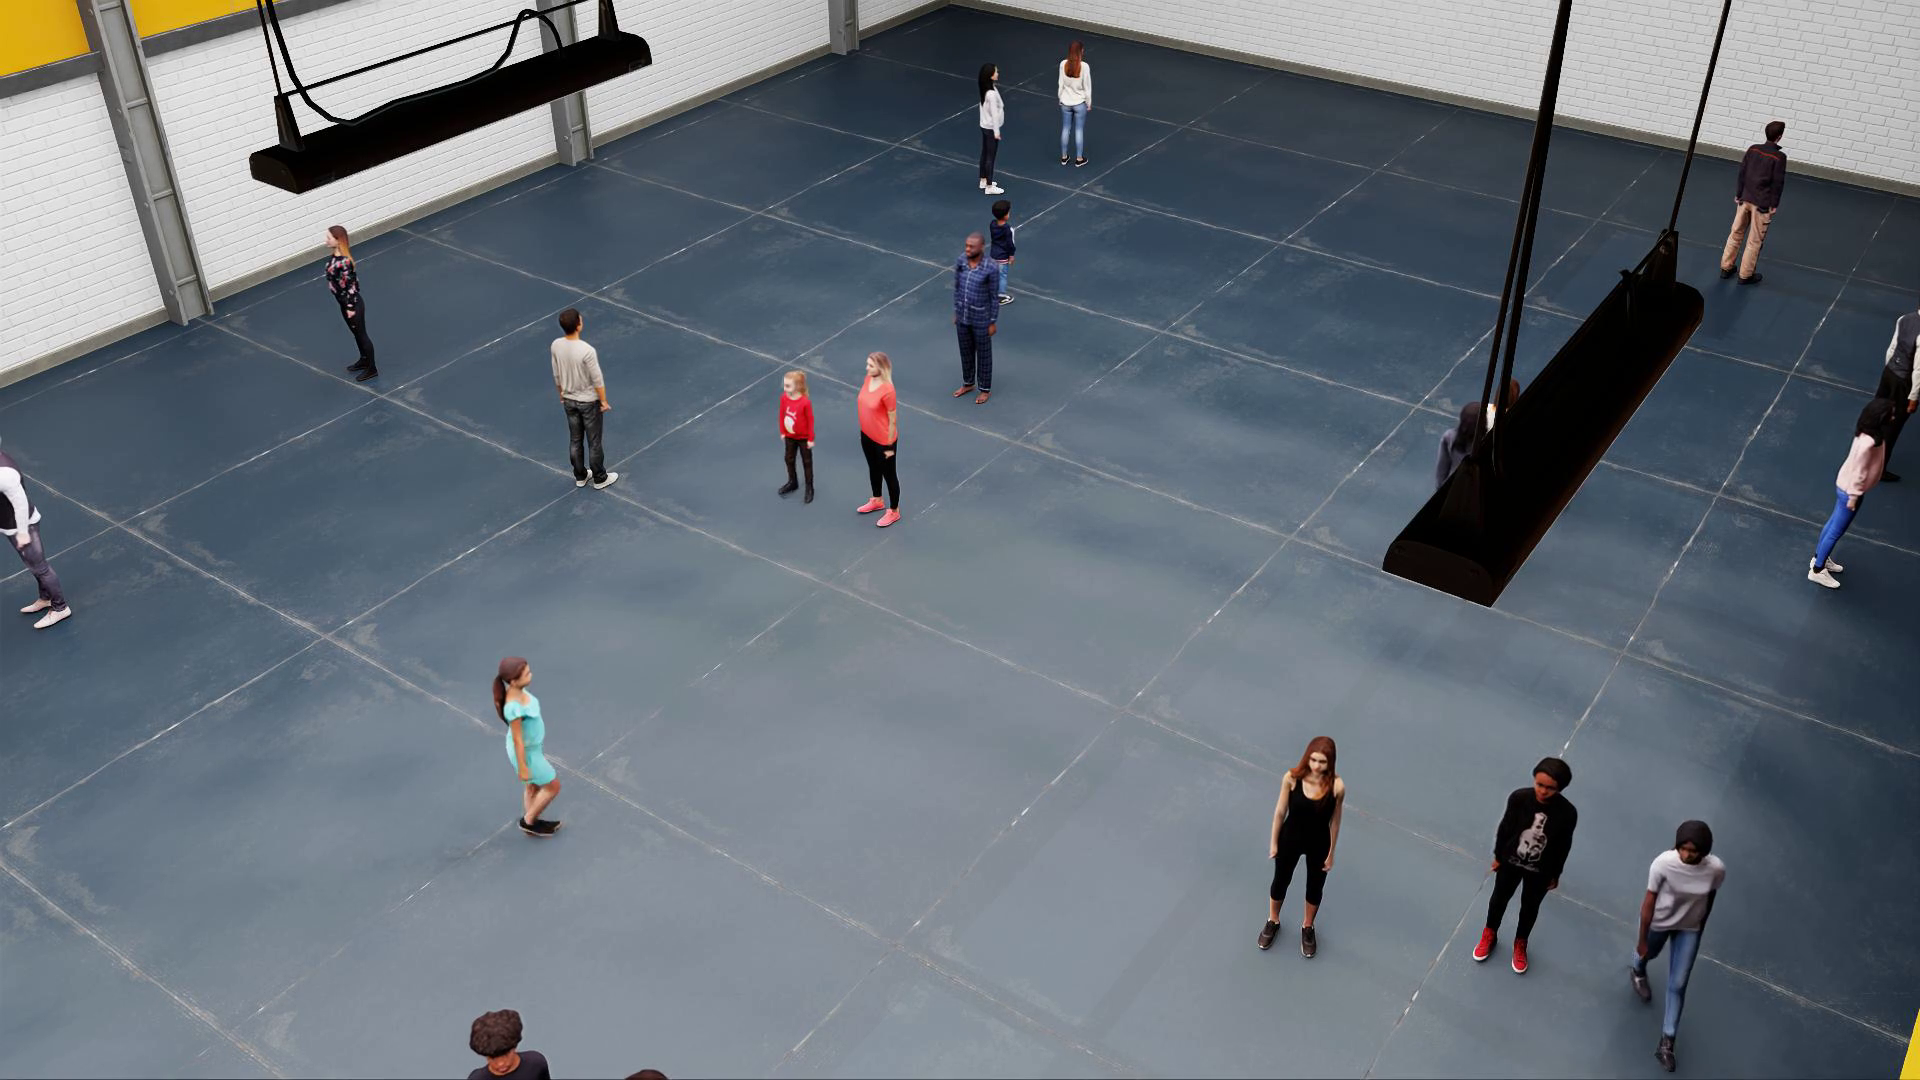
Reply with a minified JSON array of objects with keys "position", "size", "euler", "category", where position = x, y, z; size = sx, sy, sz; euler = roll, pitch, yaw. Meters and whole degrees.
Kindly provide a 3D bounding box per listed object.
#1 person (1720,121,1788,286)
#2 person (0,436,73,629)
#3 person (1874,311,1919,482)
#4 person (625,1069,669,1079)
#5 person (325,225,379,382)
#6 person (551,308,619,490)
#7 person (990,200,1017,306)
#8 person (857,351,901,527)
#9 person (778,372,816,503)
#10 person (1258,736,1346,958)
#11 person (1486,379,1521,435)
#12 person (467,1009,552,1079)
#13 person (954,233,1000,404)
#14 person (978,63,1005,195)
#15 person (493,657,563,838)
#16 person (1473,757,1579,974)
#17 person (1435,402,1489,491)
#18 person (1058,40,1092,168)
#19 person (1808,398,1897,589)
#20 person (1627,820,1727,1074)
[{"position":[9.224,-3.917,19.268],"size":[0.727,1.924,0.767],"euler":[-22,39,-29],"category":"person"},{"position":[-7.727,-0.122,13.650],"size":[0.682,1.823,0.745],"euler":[-26,41,-33],"category":"person"},{"position":[8.832,-1.476,15.602],"size":[0.843,1.917,0.743],"euler":[-1,34,-2],"category":"person"},{"position":[-1.479,3.324,8.437],"size":[0.761,1.855,0.713],"euler":[-7,34,-11],"category":"person"},{"position":[-6.354,-2.492,17.341],"size":[0.621,1.683,0.632],"euler":[-20,38,-27],"category":"person"},{"position":[-3.522,-1.310,15.447],"size":[0.714,1.811,0.625],"euler":[12,35,17],"category":"person"},{"position":[0.460,-3.289,18.957],"size":[0.516,1.222,0.543],"euler":[-28,43,-36],"category":"person"},{"position":[-0.718,-0.929,14.980],"size":[0.619,1.694,0.651],"euler":[-24,40,-31],"category":"person"},{"position":[-1.497,-0.982,15.434],"size":[0.572,1.280,0.556],"euler":[10,35,14],"category":"person"},{"position":[2.212,1.934,10.644],"size":[0.622,1.726,0.608],"euler":[9,35,13],"category":"person"},{"position":[4.680,-0.662,14.589],"size":[0.606,1.683,0.523],"euler":[22,39,29],"category":"person"},{"position":[-2.326,3.137,8.769],"size":[0.665,1.799,0.758],"euler":[-15,37,-22],"category":"person"},{"position":[0.159,-2.273,16.886],"size":[0.653,1.823,0.564],"euler":[21,39,28],"category":"person"},{"position":[0.383,-5.370,21.656],"size":[0.746,1.700,0.710],"euler":[-10,35,-15],"category":"person"},{"position":[-3.071,1.464,11.509],"size":[0.728,1.552,0.673],"euler":[-7,34,-10],"category":"person"},{"position":[3.603,2.031,10.544],"size":[0.621,1.674,0.572],"euler":[15,37,22],"category":"person"},{"position":[4.361,-0.471,14.375],"size":[0.694,1.601,0.677],"euler":[17,37,24],"category":"person"},{"position":[1.547,-5.904,22.466],"size":[0.657,1.692,0.594],"euler":[15,36,21],"category":"person"},{"position":[7.599,-0.436,14.171],"size":[0.730,1.768,0.508],"euler":[17,37,24],"category":"person"},{"position":[4.302,2.302,10.142],"size":[0.960,1.669,1.216],"euler":[3,34,4],"category":"person"}]
